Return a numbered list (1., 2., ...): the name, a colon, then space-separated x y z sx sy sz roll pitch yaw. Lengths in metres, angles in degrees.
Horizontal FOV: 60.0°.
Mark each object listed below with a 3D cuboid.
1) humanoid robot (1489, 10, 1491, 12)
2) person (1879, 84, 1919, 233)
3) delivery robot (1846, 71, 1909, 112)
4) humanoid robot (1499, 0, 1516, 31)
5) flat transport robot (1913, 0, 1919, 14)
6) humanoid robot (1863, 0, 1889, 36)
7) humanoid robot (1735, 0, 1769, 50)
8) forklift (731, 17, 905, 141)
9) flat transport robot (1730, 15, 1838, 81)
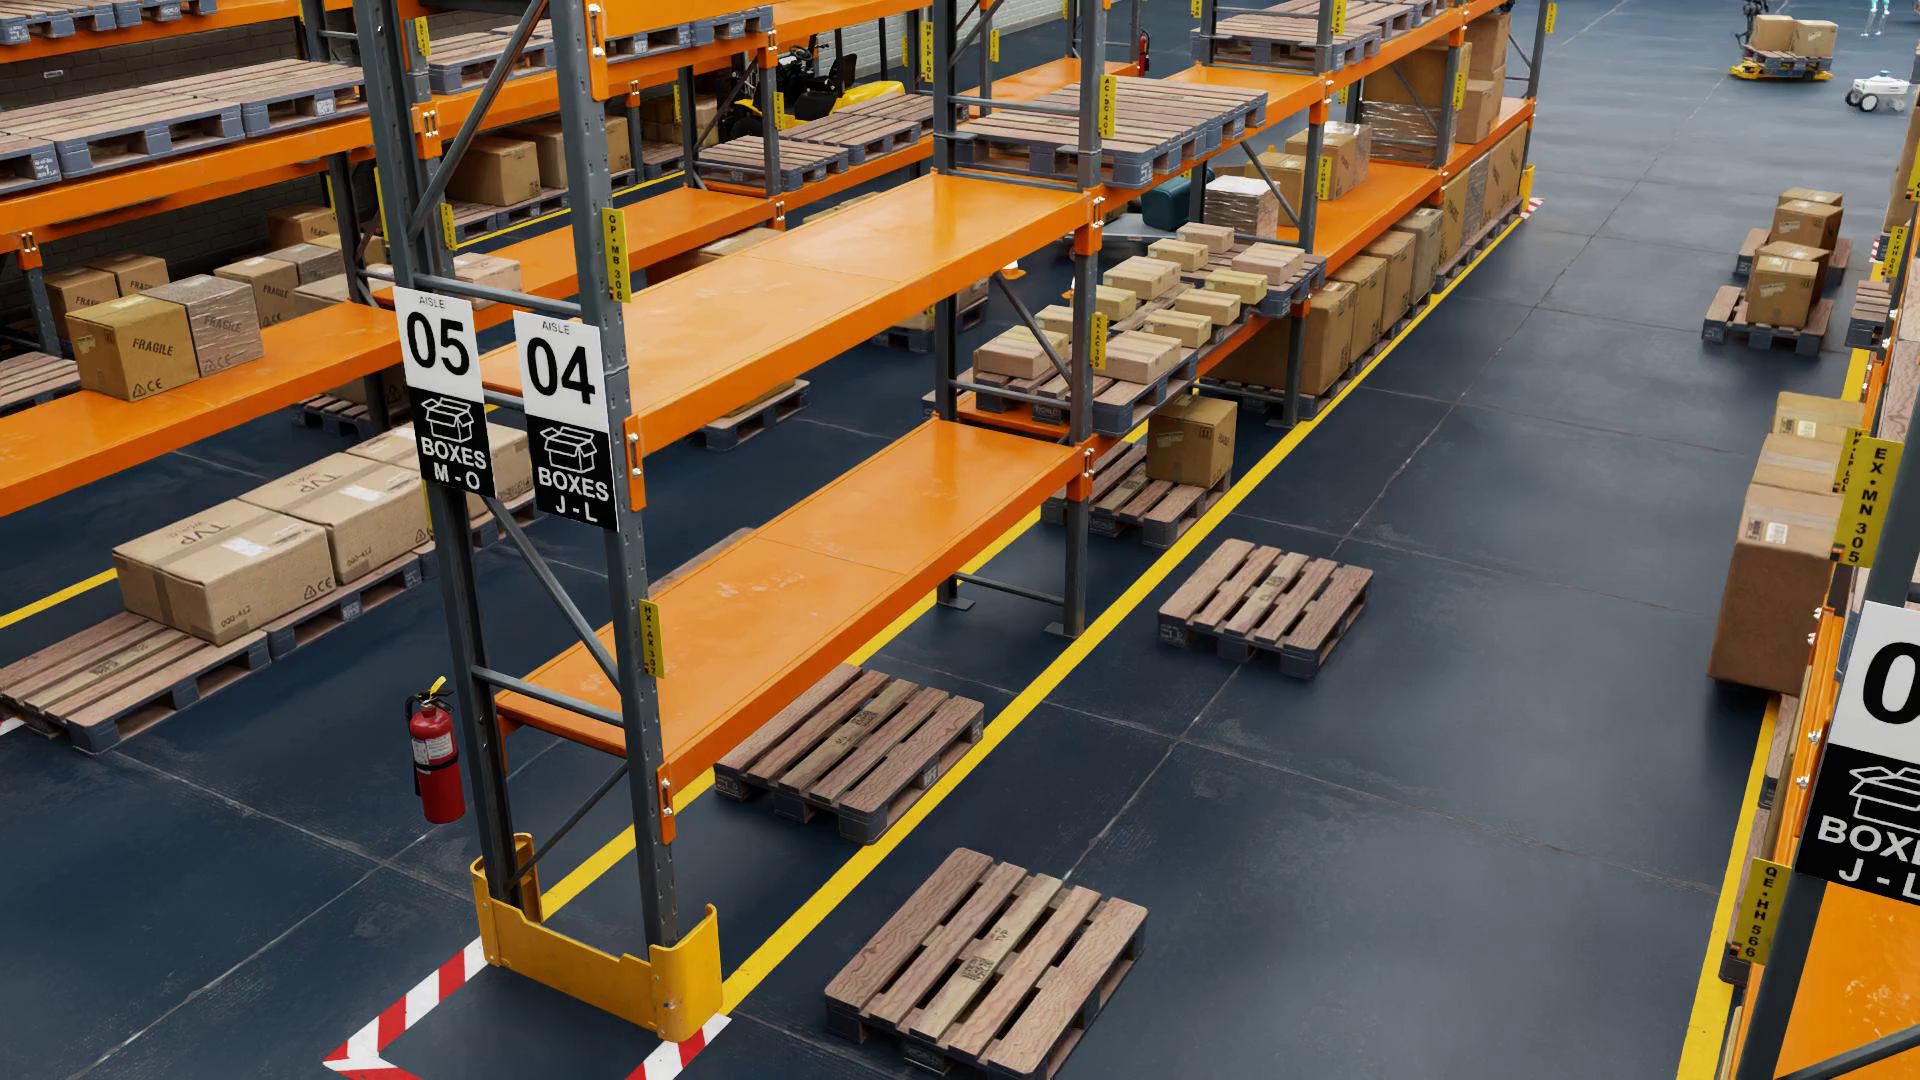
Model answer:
1. humanoid robot: 9.045 -9.482 29.402 0.886 1.789 0.575 19 32 34
2. person: 10.459 -4.164 18.285 0.534 1.747 0.539 15 30 29
3. delivery robot: 13.831 -6.750 25.041 0.801 0.597 0.499 0 26 1
4. humanoid robot: 8.881 -8.421 27.232 0.326 1.649 0.589 10 27 20
5. flat transport robot: 19.288 -10.120 32.370 0.659 0.231 1.431 8 27 16
6. humanoid robot: 17.286 -10.318 31.115 0.530 1.795 0.795 2 26 5
7. humanoid robot: 14.144 -9.617 29.703 0.586 1.639 0.485 -16 30 -30
8. forklift: -1.819 -5.975 21.543 2.313 2.155 1.214 14 29 26
9. flat transport robot: 13.578 -7.759 27.464 1.431 0.231 0.659 2 26 3
